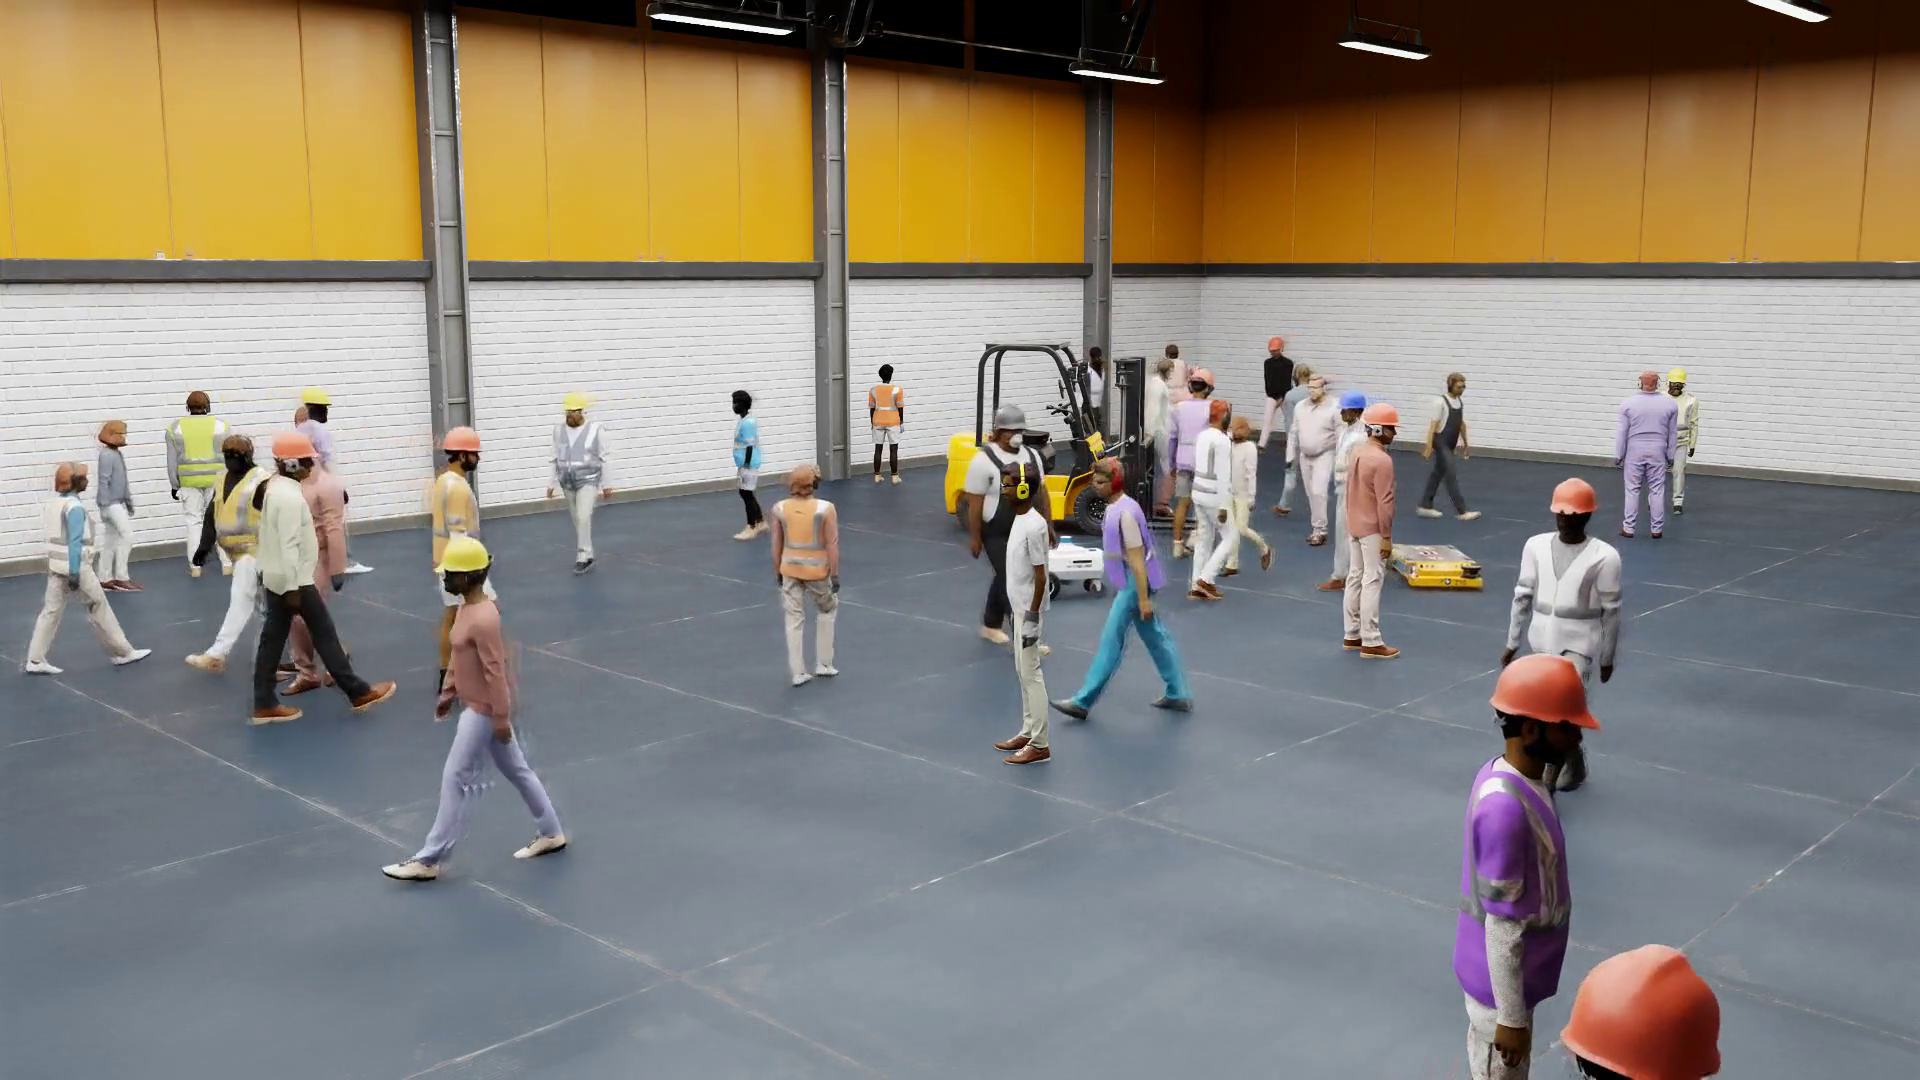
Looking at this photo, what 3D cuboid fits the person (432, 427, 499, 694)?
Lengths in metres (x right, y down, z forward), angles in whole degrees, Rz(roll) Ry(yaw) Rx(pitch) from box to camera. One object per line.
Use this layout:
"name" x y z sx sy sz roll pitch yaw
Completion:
"person" -3.516 0.148 11.901 0.603 1.915 0.541 -6 11 -33

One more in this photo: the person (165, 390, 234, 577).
"person" -7.476 -0.556 16.445 0.634 1.841 0.429 -3 10 -20

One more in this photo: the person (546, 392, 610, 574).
"person" -3.857 -0.563 16.584 0.612 1.802 0.747 2 10 15

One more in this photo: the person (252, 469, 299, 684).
"person" -4.964 0.257 12.180 0.552 1.597 0.504 -6 11 -31

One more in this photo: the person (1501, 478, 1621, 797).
"person" 3.409 0.579 9.378 1.011 1.891 0.549 -9 13 -43

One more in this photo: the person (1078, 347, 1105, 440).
"person" 1.988 -1.969 25.003 0.450 1.871 0.642 5 11 30

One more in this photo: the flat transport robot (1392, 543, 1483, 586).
"flat transport robot" 4.644 0.235 16.395 0.652 0.197 1.431 1 9 3

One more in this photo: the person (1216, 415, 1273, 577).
"person" 2.795 -0.433 16.378 0.516 1.612 0.519 -4 10 -24

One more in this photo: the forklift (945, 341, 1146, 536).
"forklift" 0.977 -1.223 19.452 2.313 2.155 1.214 2 9 11

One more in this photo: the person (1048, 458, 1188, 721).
"person" 1.096 0.331 11.217 1.015 1.771 0.659 0 9 -2

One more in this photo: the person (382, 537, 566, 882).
"person" -2.427 0.830 8.336 0.925 1.718 0.529 -4 10 -22

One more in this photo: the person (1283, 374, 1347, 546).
"person" 3.892 -0.883 18.347 0.711 1.883 0.645 -8 12 -41

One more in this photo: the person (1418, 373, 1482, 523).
"person" 5.925 -1.111 19.991 0.628 1.781 0.969 -9 13 -43

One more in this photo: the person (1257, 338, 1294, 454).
"person" 5.247 -2.371 27.393 0.590 1.922 1.113 8 12 41

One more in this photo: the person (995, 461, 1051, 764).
"person" 0.397 0.446 10.225 0.309 1.866 0.534 -1 9 -7

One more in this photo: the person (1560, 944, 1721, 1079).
"person" 1.029 1.631 2.797 0.563 1.918 0.592 7 12 38

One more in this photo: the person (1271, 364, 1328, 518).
"person" 4.142 -1.174 20.078 0.674 1.886 0.922 -4 10 -21

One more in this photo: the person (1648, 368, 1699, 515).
"person" 8.811 -1.222 20.599 0.596 1.825 0.403 4 10 22

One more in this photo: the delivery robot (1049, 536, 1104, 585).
"delivery robot" 0.978 0.206 15.404 0.707 0.478 0.477 -1 9 -9

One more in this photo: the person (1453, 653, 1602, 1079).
"person" 1.645 1.280 4.898 0.367 1.936 0.542 3 10 20

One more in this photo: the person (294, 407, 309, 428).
"person" -6.636 -0.546 17.007 0.512 1.638 0.312 -2 9 -10

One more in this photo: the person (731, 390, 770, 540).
"person" -2.357 -0.839 18.653 0.414 1.682 0.570 -2 9 -11

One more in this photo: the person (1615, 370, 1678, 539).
"person" 7.727 -0.966 18.763 0.652 1.904 0.402 2 9 11

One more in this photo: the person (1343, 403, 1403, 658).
"person" 3.236 -0.077 13.049 0.391 1.991 0.612 -2 9 -12

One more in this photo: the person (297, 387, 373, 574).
"person" -6.273 -0.547 16.280 0.914 1.885 0.599 -7 11 -35

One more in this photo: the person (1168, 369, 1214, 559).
"person" 2.464 -0.781 17.374 0.671 1.987 0.557 6 11 34

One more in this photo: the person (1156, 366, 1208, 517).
"person" 2.867 -1.175 20.217 1.015 1.852 0.651 5 10 28

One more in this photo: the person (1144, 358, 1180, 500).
"person" 2.616 -1.447 21.807 1.041 1.869 0.708 0 9 0

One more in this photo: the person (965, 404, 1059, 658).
"person" 0.421 -0.117 13.141 0.681 2.000 1.023 -8 12 -41

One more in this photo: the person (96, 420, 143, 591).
"person" -7.888 -0.314 15.597 0.543 1.614 0.547 -2 10 -13

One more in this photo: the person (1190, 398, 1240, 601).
"person" 2.311 -0.358 15.168 0.439 1.859 0.609 -3 10 -20

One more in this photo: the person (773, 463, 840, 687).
"person" -1.096 0.242 12.190 0.540 1.620 0.560 3 10 17

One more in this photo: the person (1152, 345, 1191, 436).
"person" 3.372 -2.272 27.069 0.643 1.795 0.925 -3 10 -18

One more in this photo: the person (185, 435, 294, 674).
"person" -5.488 0.100 12.564 0.644 1.784 0.994 7 12 38

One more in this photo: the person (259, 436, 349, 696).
"person" -4.693 0.174 11.838 0.665 1.881 0.438 4 10 25

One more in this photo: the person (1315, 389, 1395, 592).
"person" 3.744 -0.465 15.610 0.708 1.927 0.617 -1 9 -4

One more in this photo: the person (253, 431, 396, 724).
"person" -4.340 0.244 11.179 0.962 1.950 0.647 -6 11 -33

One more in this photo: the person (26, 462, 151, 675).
"person" -6.650 0.207 12.516 0.518 1.590 0.864 8 12 42

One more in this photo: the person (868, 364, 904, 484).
"person" -1.037 -1.635 23.522 0.531 1.694 0.320 3 10 18
